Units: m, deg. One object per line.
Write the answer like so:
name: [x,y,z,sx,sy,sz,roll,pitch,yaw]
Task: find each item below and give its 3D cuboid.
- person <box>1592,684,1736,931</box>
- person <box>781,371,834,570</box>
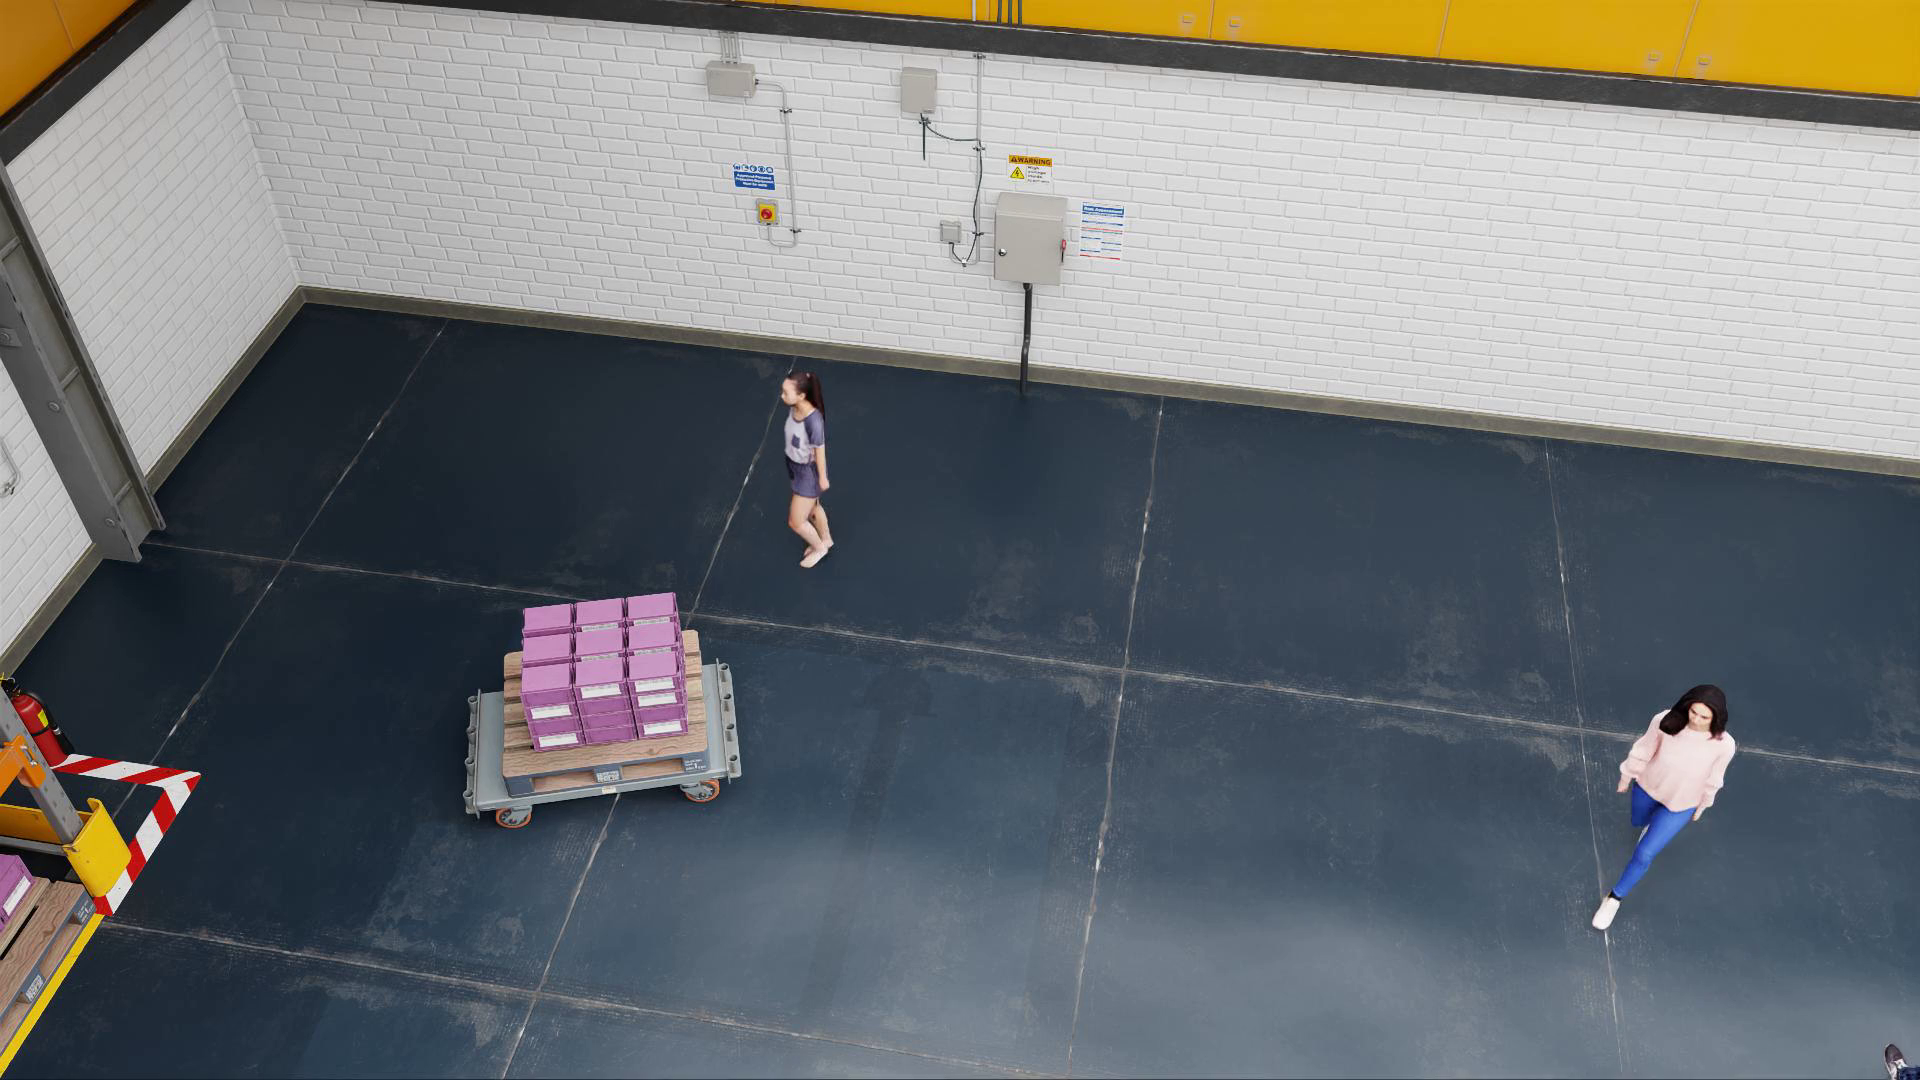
person: [3.974,1.381,9.312,1.053,1.735,1.251,32,52,29]
person: [-0.963,-0.496,11.355,0.783,1.636,0.694,-16,46,-16]
